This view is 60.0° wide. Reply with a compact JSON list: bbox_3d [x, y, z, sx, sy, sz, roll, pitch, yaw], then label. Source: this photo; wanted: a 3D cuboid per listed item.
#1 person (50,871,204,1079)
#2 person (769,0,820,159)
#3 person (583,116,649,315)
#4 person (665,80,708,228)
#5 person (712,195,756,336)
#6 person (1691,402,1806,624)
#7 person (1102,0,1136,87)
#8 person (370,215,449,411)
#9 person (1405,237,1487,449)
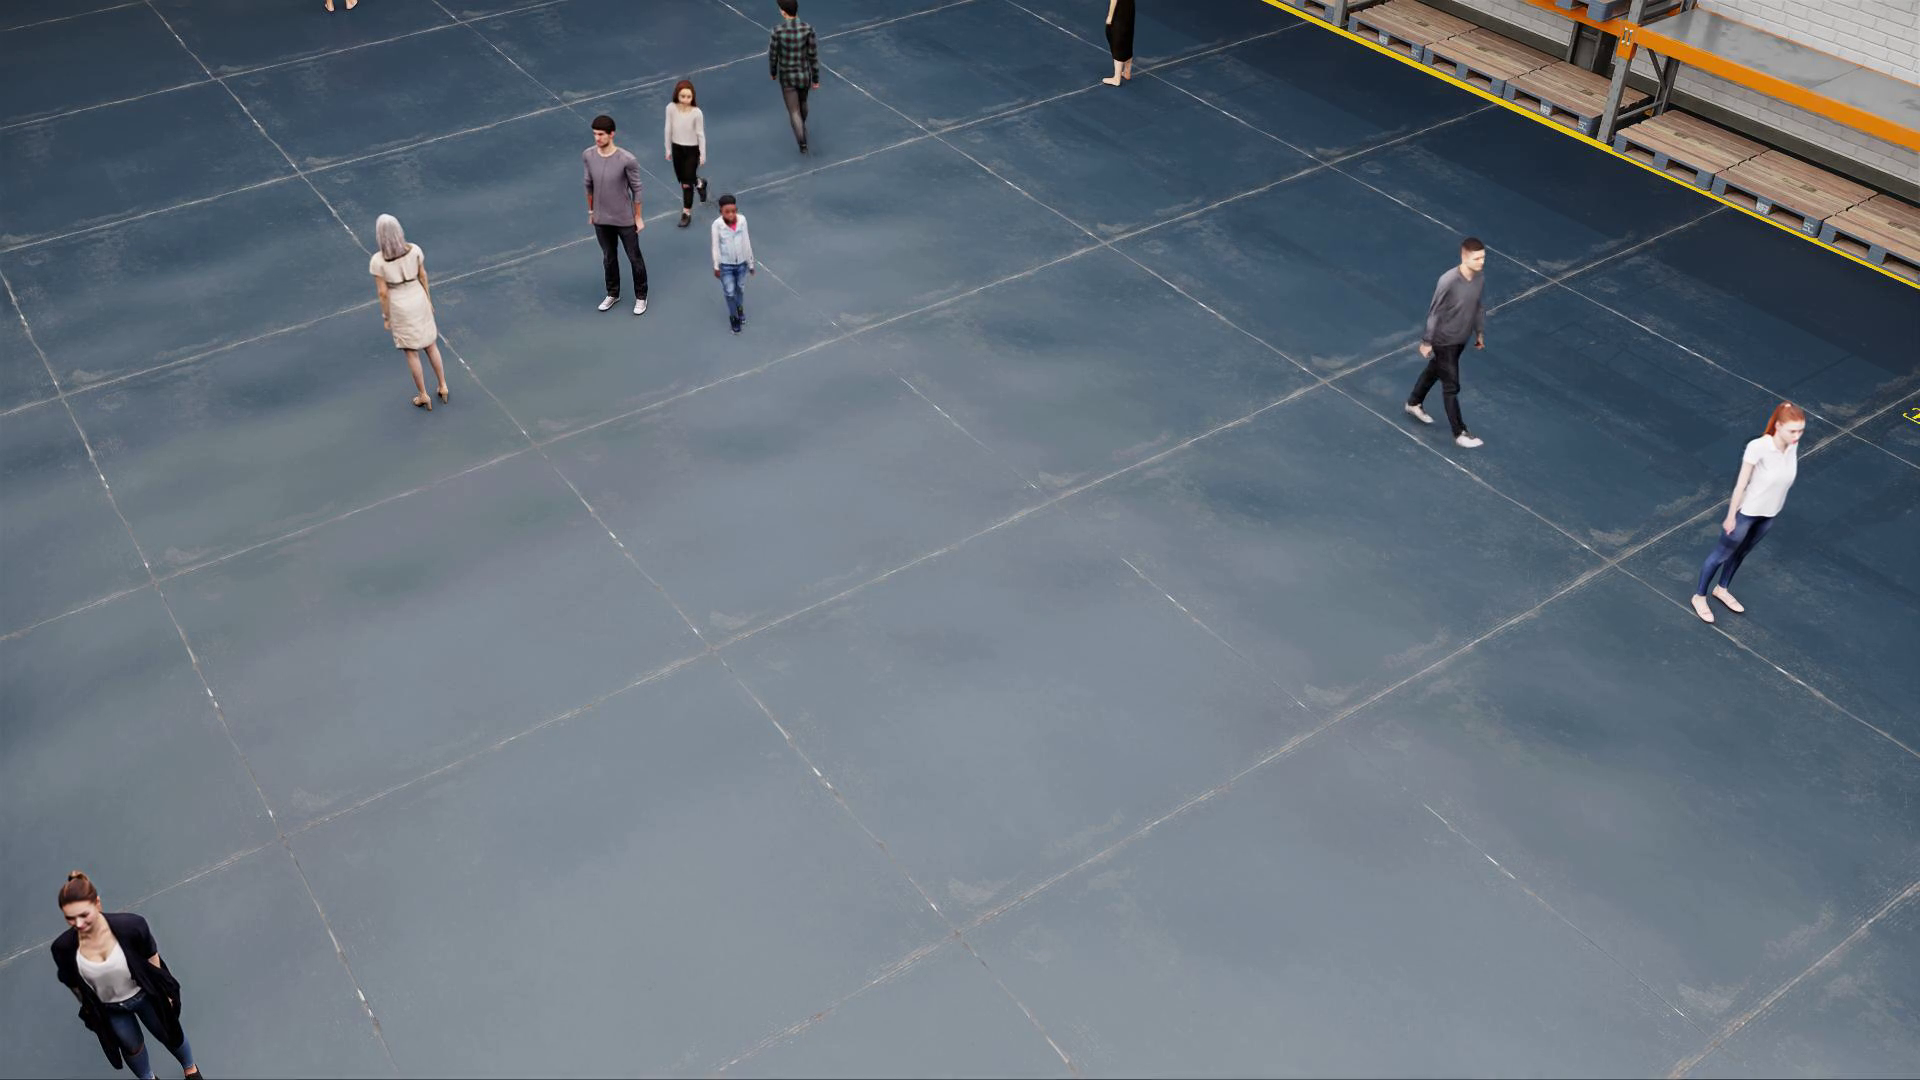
[{"bbox_3d":[-4.193,2.291,8.379,0.681,1.684,0.631,-14,41,-17],"label":"person"},{"bbox_3d":[-1.739,-4.845,17.512,0.853,1.670,1.195,-13,40,-15],"label":"person"},{"bbox_3d":[-3.046,-2.888,14.729,0.716,1.853,0.798,9,40,11],"label":"person"},{"bbox_3d":[-2.648,-3.809,16.193,0.880,1.464,0.925,9,39,11],"label":"person"},{"bbox_3d":[-2.027,-2.507,14.734,0.572,1.251,0.700,-14,41,-17],"label":"person"},{"bbox_3d":[5.456,-0.205,11.461,0.619,1.737,0.598,-13,40,-16],"label":"person"},{"bbox_3d":[1.835,-5.939,18.731,0.642,1.625,0.621,28,47,31],"label":"person"},{"bbox_3d":[-4.470,-1.844,13.516,0.597,1.735,0.551,-26,45,-29],"label":"person"},{"bbox_3d":[3.853,-1.641,13.269,0.622,1.725,1.056,-23,44,-26],"label":"person"}]
